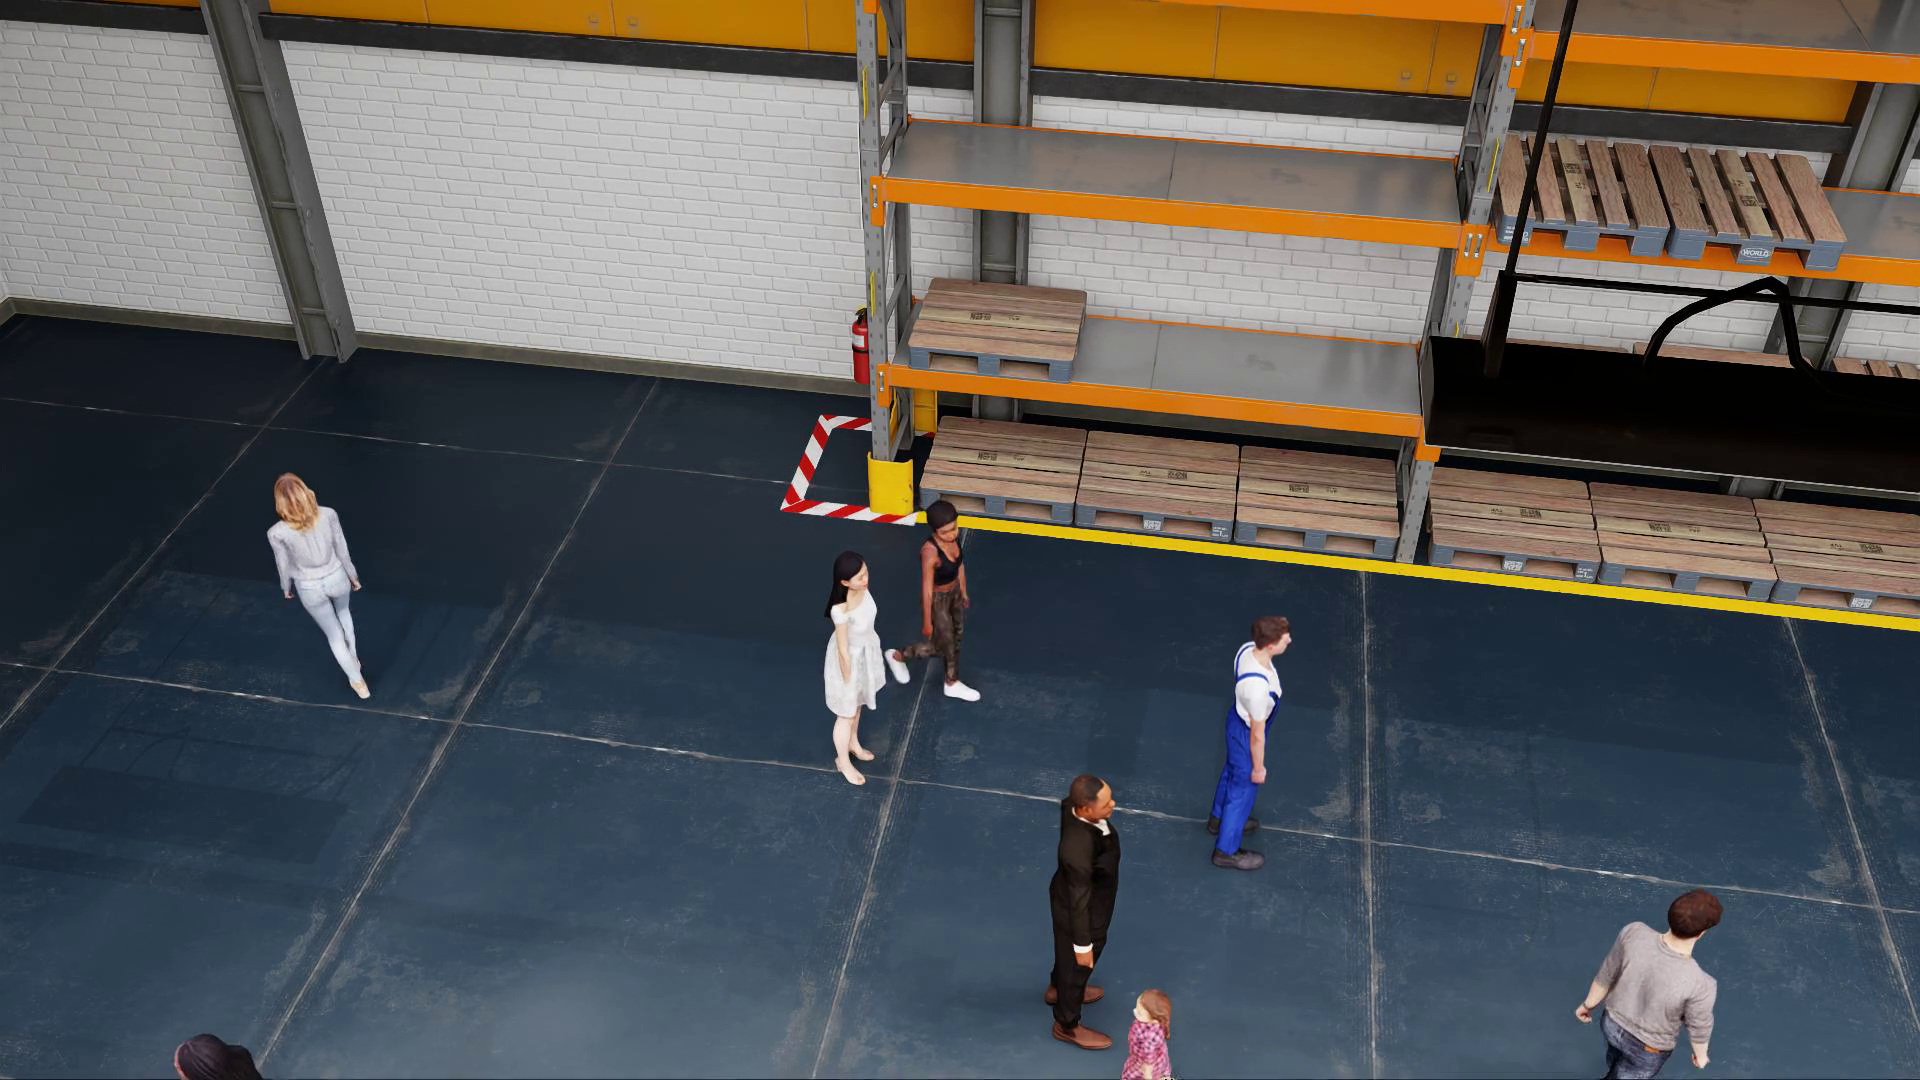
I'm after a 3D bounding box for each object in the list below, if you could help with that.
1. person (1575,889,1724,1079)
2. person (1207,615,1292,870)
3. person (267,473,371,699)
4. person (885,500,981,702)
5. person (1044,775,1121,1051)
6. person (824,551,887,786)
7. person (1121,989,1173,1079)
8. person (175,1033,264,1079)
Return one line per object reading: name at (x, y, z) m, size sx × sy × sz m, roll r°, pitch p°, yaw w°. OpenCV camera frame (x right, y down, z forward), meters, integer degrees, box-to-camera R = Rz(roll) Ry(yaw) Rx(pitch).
person at (3.234, 2.454, 8.112) m, size 1.261 × 1.864 × 1.176 m, roll -22°, pitch 44°, yaw -25°
person at (1.679, 1.159, 9.747) m, size 0.585 × 1.847 × 0.638 m, roll 3°, pitch 39°, yaw 3°
person at (-4.106, 0.358, 10.804) m, size 0.756 × 1.781 × 0.816 m, roll -23°, pitch 44°, yaw -26°
person at (-0.200, 0.395, 10.839) m, size 0.952 × 1.680 × 0.737 m, roll 13°, pitch 41°, yaw 16°
person at (0.630, 1.926, 8.741) m, size 0.652 × 1.904 × 0.728 m, roll 1°, pitch 39°, yaw 2°
person at (-0.656, 0.778, 10.284) m, size 0.652 × 1.773 × 0.664 m, roll 10°, pitch 40°, yaw 12°
person at (1.005, 2.640, 8.558) m, size 0.694 × 1.018 × 0.434 m, roll 8°, pitch 39°, yaw 9°
person at (-3.212, 2.829, 7.768) m, size 0.974 × 1.708 × 0.713 m, roll -1°, pitch 39°, yaw -1°
